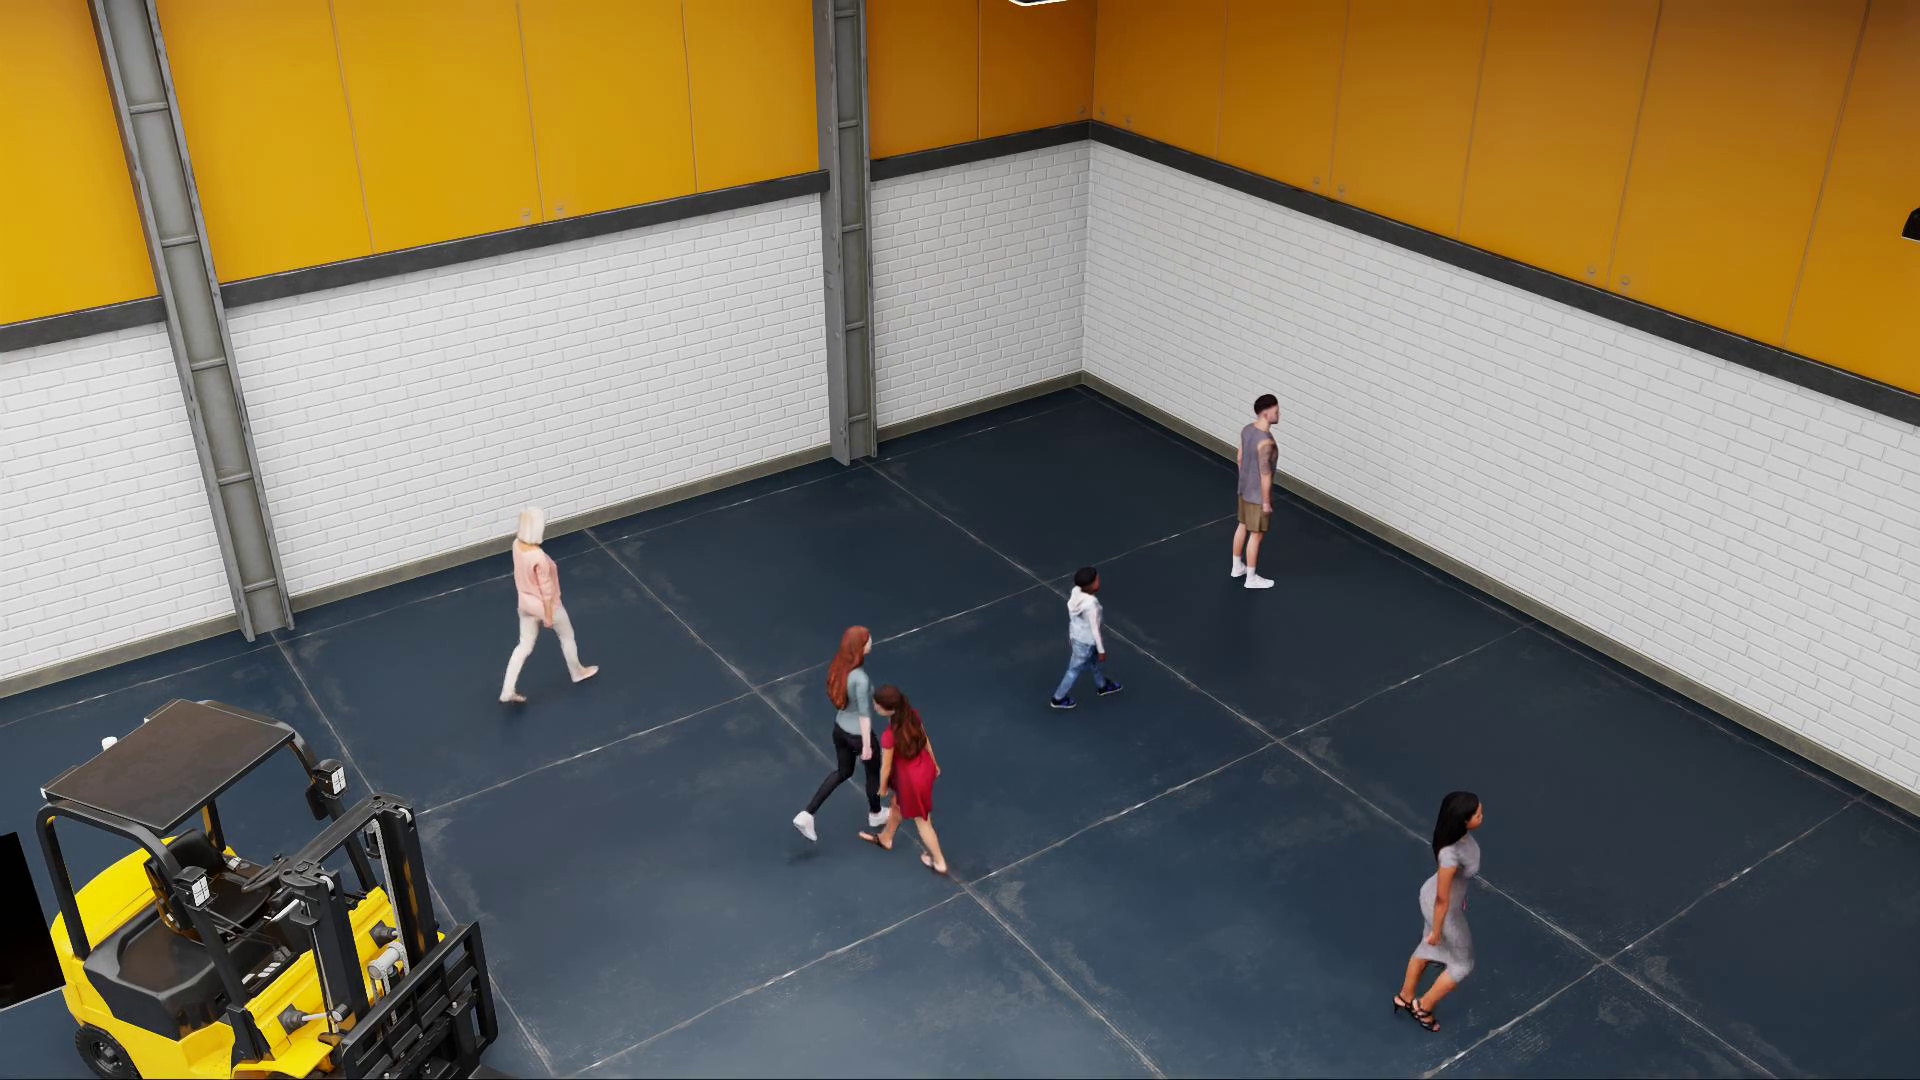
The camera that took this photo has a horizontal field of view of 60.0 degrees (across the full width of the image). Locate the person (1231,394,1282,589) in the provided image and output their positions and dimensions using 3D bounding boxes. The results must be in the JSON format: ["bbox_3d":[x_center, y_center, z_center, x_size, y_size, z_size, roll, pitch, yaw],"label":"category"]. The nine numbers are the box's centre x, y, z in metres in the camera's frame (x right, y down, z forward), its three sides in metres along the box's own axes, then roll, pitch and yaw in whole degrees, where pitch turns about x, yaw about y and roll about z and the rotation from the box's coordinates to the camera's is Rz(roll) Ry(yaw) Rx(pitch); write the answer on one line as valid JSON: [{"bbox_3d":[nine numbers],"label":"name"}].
[{"bbox_3d":[2.622,-0.439,14.806,0.675,1.839,0.691,-9,30,-17],"label":"person"}]

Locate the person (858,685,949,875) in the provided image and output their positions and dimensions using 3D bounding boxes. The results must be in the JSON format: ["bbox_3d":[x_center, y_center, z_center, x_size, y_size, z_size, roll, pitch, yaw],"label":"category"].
[{"bbox_3d":[-0.282,1.630,11.309,0.910,1.501,0.969,20,34,32],"label":"person"}]

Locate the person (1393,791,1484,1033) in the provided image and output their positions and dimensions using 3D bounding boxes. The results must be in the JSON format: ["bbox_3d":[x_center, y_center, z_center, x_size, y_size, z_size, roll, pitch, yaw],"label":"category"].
[{"bbox_3d":[2.786,2.222,9.946,0.804,1.767,0.743,5,29,8],"label":"person"}]

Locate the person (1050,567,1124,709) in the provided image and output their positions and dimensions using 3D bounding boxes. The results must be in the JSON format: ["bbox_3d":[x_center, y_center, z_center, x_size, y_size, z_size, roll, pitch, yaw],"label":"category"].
[{"bbox_3d":[0.928,0.794,13.123,0.916,1.230,0.652,-9,30,-17],"label":"person"}]

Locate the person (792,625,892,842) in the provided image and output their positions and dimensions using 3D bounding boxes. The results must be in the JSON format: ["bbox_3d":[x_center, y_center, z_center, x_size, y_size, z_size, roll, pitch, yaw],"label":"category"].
[{"bbox_3d":[-0.806,1.385,11.530,1.079,1.718,0.620,-17,33,-28],"label":"person"}]

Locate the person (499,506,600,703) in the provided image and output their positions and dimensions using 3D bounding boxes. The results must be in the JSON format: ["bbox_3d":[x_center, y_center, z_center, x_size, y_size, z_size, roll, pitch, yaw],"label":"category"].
[{"bbox_3d":[-3.394,0.544,13.104,0.804,1.689,1.177,22,36,35],"label":"person"}]
